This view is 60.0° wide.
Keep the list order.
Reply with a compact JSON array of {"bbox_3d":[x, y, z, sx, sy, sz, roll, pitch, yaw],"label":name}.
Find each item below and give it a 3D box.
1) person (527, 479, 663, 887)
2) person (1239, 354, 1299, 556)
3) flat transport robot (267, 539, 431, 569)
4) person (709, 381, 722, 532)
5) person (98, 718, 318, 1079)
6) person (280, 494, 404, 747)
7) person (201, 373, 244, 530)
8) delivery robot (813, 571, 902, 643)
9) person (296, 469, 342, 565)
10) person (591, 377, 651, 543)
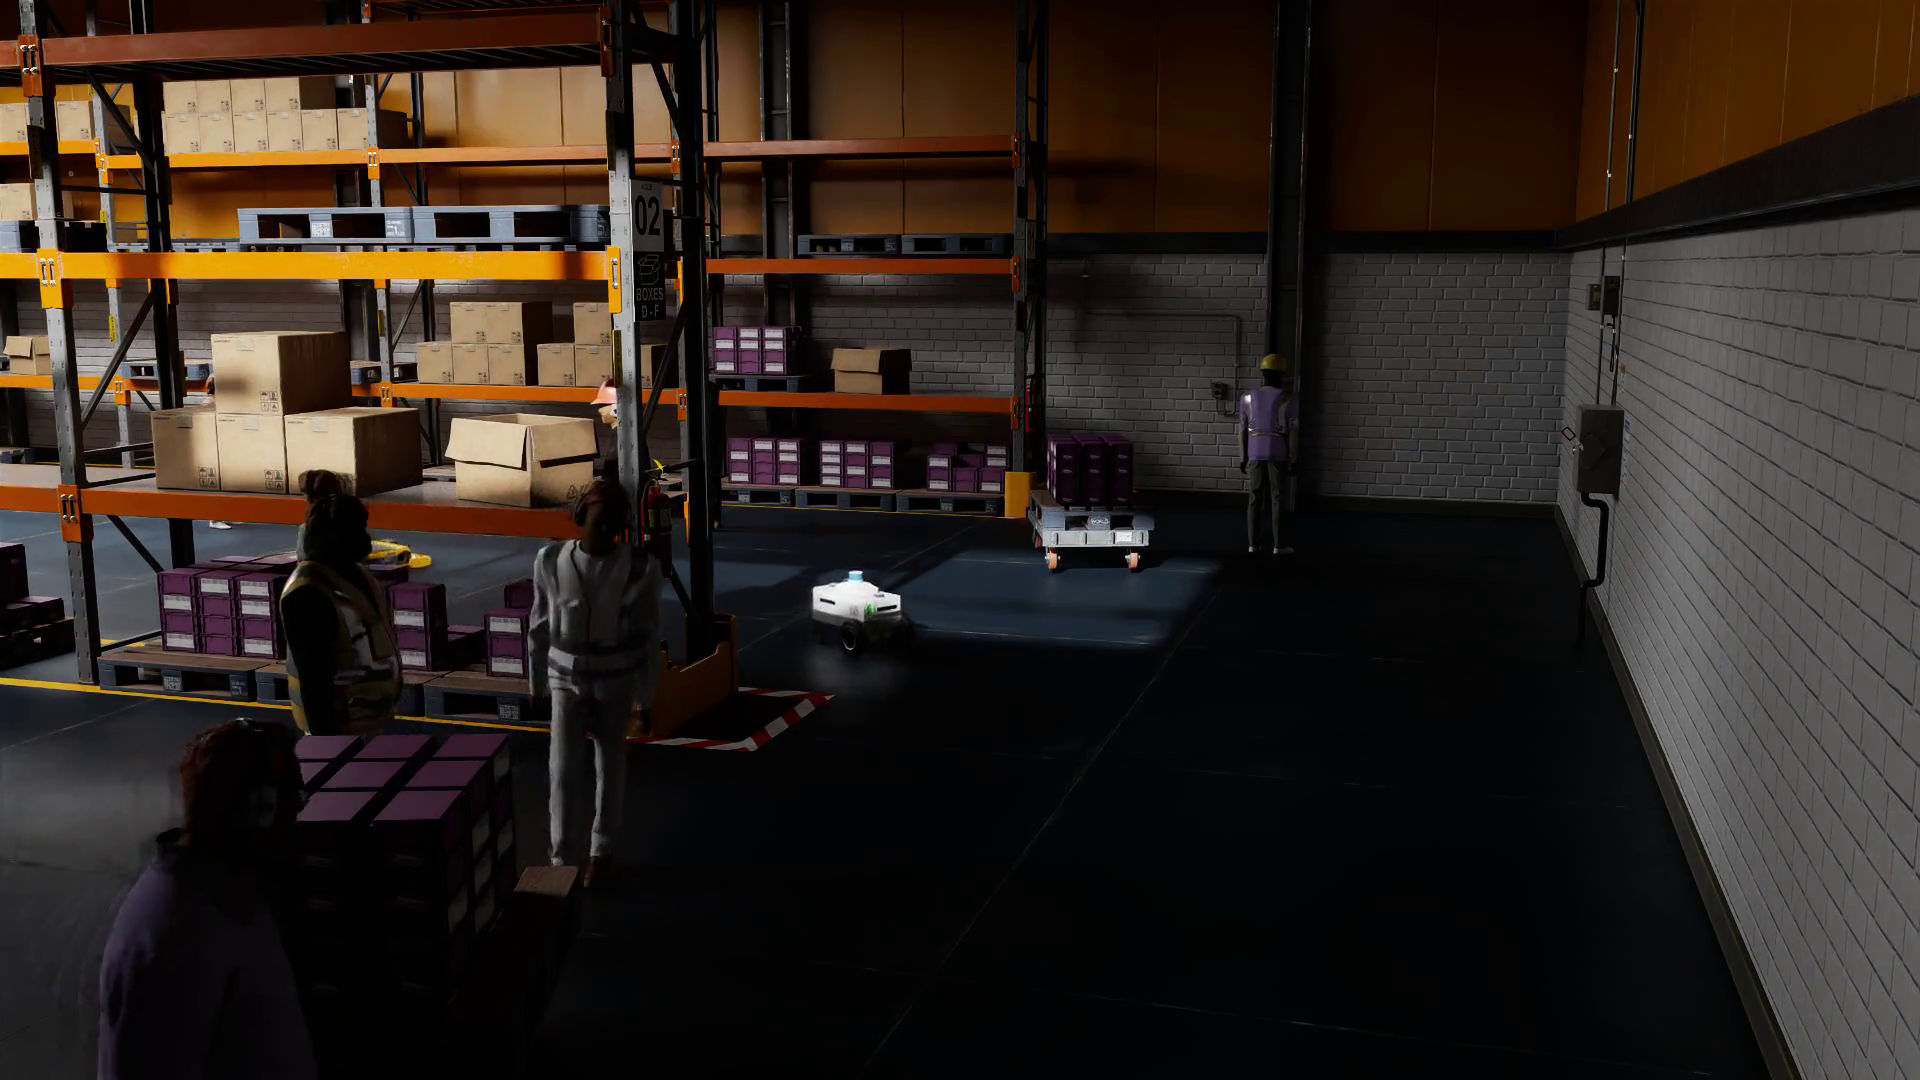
[{"bbox_3d":[-1.572,0.654,7.176,0.607,1.841,0.699,0,9,-2],"label":"person"},{"bbox_3d":[2.947,-0.809,15.858,0.585,1.921,0.383,5,11,30],"label":"person"},{"bbox_3d":[-5.506,0.193,14.770,0.652,0.197,1.431,7,12,37],"label":"flat transport robot"},{"bbox_3d":[-2.661,-1.000,17.278,0.344,1.839,0.504,2,10,12],"label":"person"},{"bbox_3d":[-1.501,1.288,3.256,0.553,1.860,0.671,-4,10,-24],"label":"person"},{"bbox_3d":[-2.477,0.725,6.747,0.429,1.842,0.635,-1,9,-4],"label":"person"},{"bbox_3d":[-7.777,-0.937,17.491,0.314,1.642,0.514,0,9,3],"label":"person"},{"bbox_3d":[-0.746,0.466,11.955,0.477,0.478,0.707,-8,12,-41],"label":"delivery robot"},{"bbox_3d":[-3.481,0.413,9.282,0.418,1.629,0.534,2,9,10],"label":"person"},{"bbox_3d":[-2.305,-0.117,11.413,0.395,1.993,0.616,-1,9,-7],"label":"person"}]
